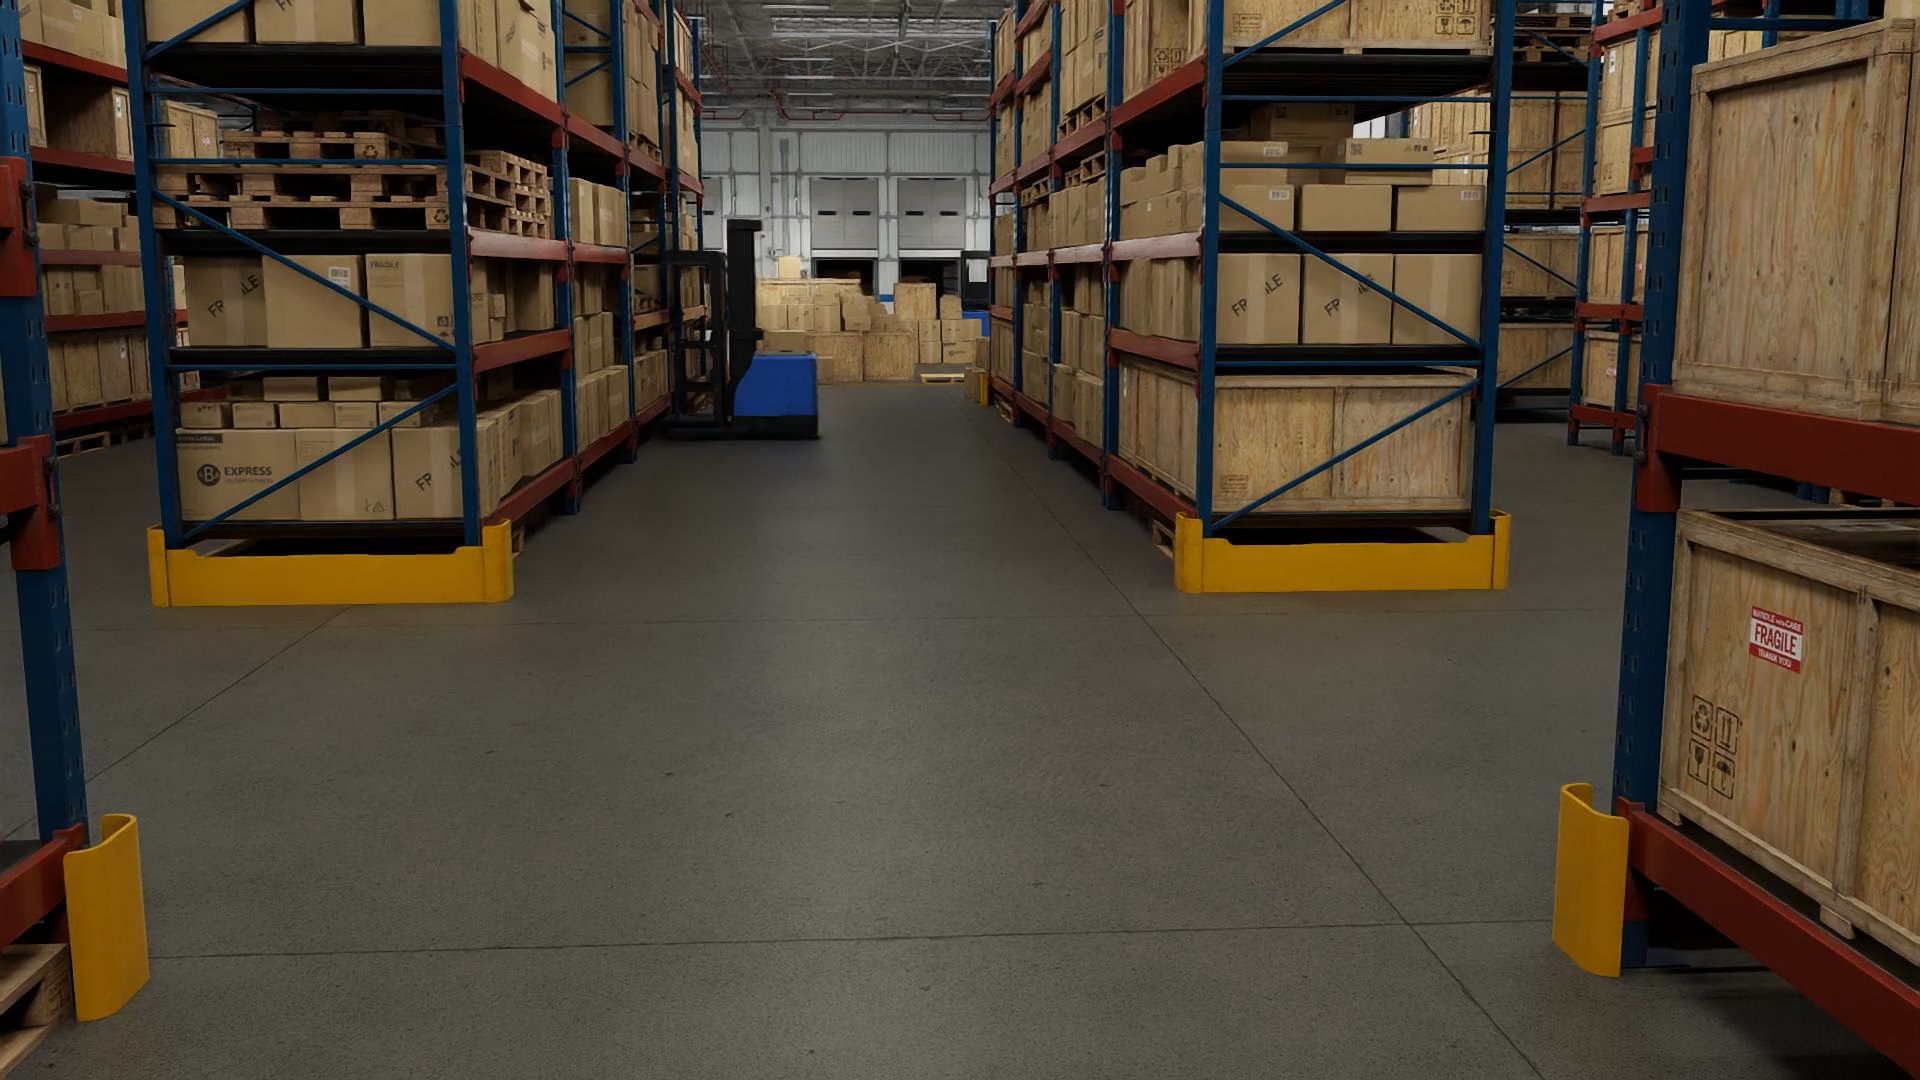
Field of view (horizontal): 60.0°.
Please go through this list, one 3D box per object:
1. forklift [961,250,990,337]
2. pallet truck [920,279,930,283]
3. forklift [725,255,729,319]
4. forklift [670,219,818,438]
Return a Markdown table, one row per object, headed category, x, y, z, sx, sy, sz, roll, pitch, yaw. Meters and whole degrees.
| category | x | y | z | sx | sy | sz | roll | pitch | yaw |
| --- | --- | --- | --- | --- | --- | --- | --- | --- | --- |
| forklift | 0.518 | -6.911 | 47.725 | 1.129 | 2.768 | 1.873 | 2 | 9 | 10 |
| pallet truck | -0.932 | -8.922 | 63.114 | 1.885 | 1.965 | 0.823 | 2 | 9 | 13 |
| forklift | -8.368 | -8.713 | 59.038 | 1.129 | 2.768 | 1.873 | -1 | 9 | -4 |
| forklift | -2.810 | -2.761 | 21.665 | 1.873 | 2.768 | 1.129 | -1 | 9 | -4 |
